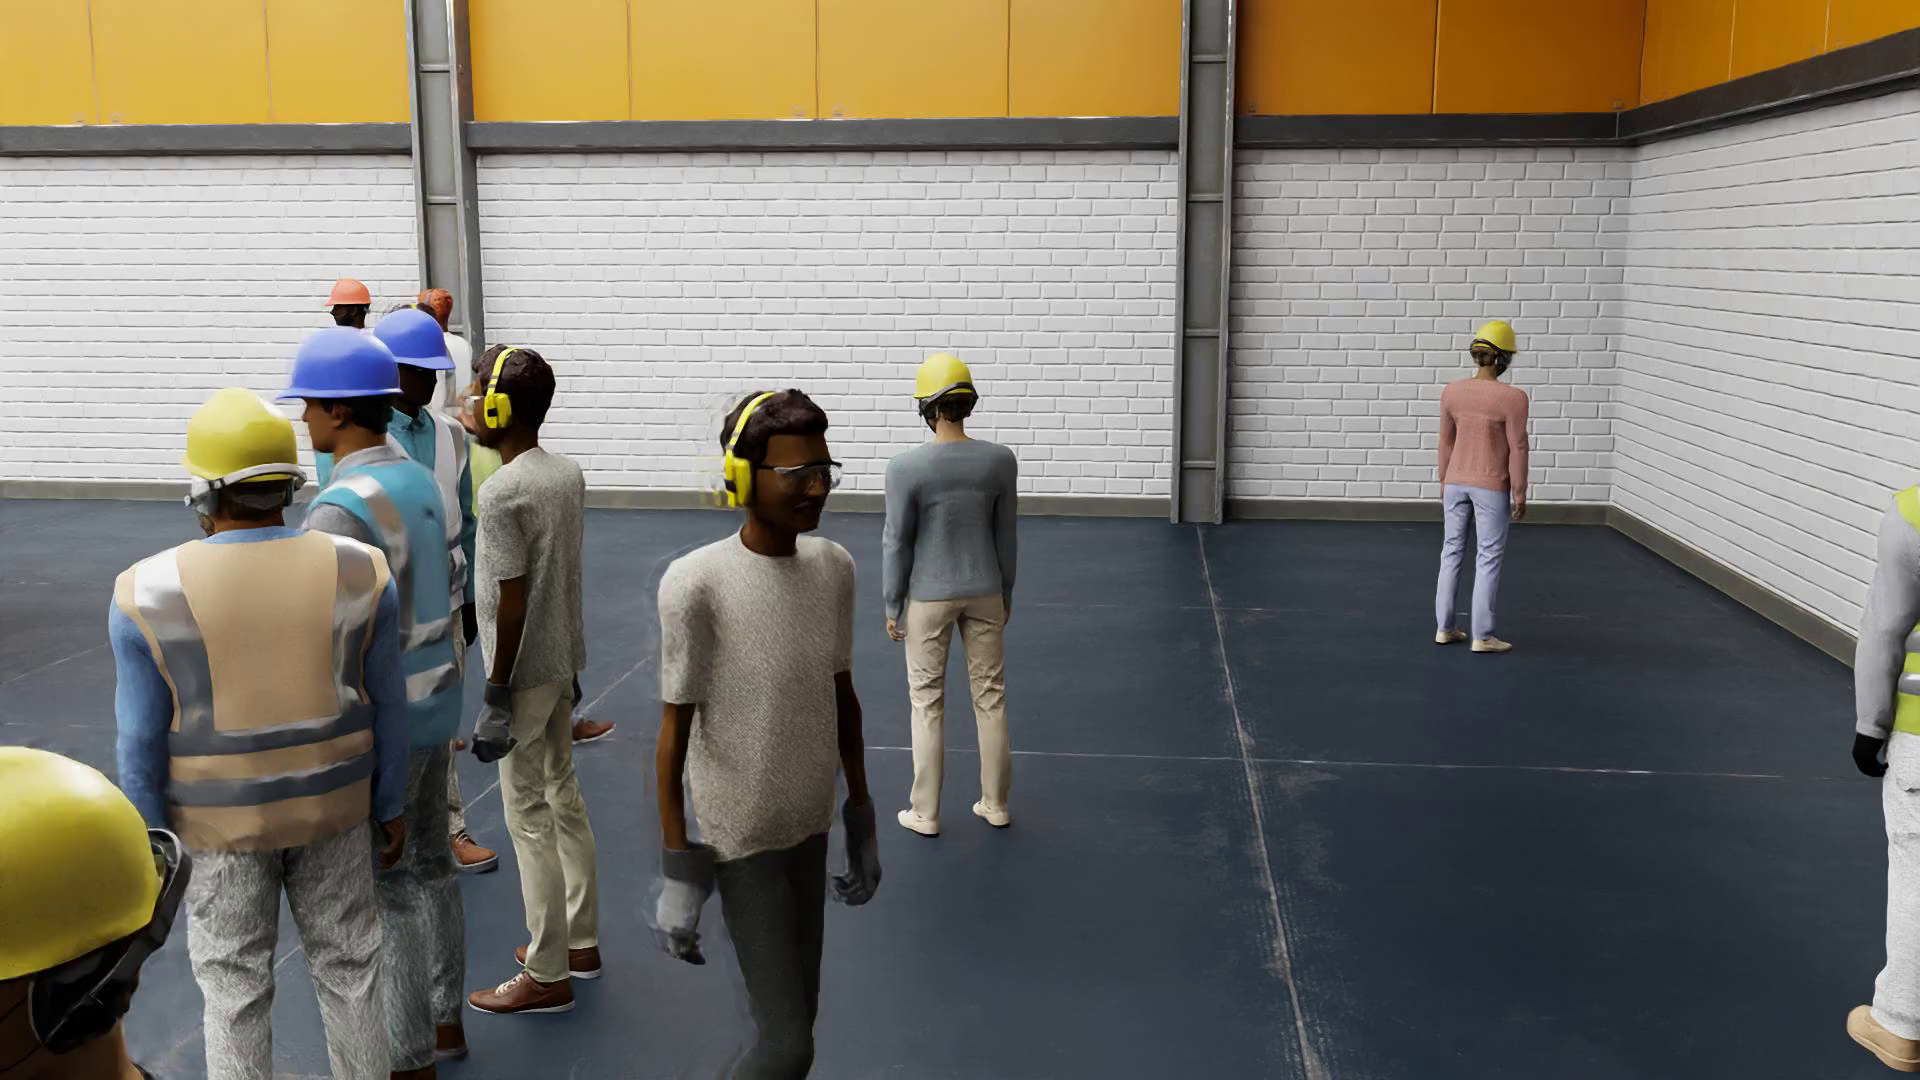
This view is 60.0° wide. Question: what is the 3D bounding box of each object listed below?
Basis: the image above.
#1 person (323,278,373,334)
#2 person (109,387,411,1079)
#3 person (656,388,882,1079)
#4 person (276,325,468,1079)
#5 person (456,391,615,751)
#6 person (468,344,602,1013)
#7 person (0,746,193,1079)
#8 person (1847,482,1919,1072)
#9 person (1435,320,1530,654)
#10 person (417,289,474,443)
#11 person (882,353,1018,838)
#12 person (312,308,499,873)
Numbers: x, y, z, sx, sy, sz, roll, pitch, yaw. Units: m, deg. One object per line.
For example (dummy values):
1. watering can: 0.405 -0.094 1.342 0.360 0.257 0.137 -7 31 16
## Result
1. person: -3.998 -0.761 11.062 0.354 1.939 0.544 -5 11 -27
2. person: -1.508 0.585 3.647 0.591 1.837 0.403 -6 12 -31
3. person: -0.355 0.622 3.362 0.385 1.859 0.549 8 12 37
4. person: -1.437 0.447 4.127 0.399 1.947 0.613 0 10 1
5. person: -1.958 0.120 7.014 0.856 1.586 0.515 -4 11 -24
6. person: -1.214 0.393 4.655 0.316 1.868 0.531 2 10 11
7. person: -0.684 1.007 1.504 0.527 1.741 0.745 9 14 43
8. person: 2.622 0.475 4.283 0.624 1.838 0.430 1 10 6
9. person: 2.770 -0.277 8.816 0.345 1.758 0.532 -8 13 -38
10. person: -3.241 -0.633 10.494 0.337 1.879 0.584 1 10 6
11. person: -0.040 0.205 6.058 0.527 1.760 0.337 -4 11 -21
12. person: -1.822 0.209 5.517 0.415 1.939 0.604 6 11 30
